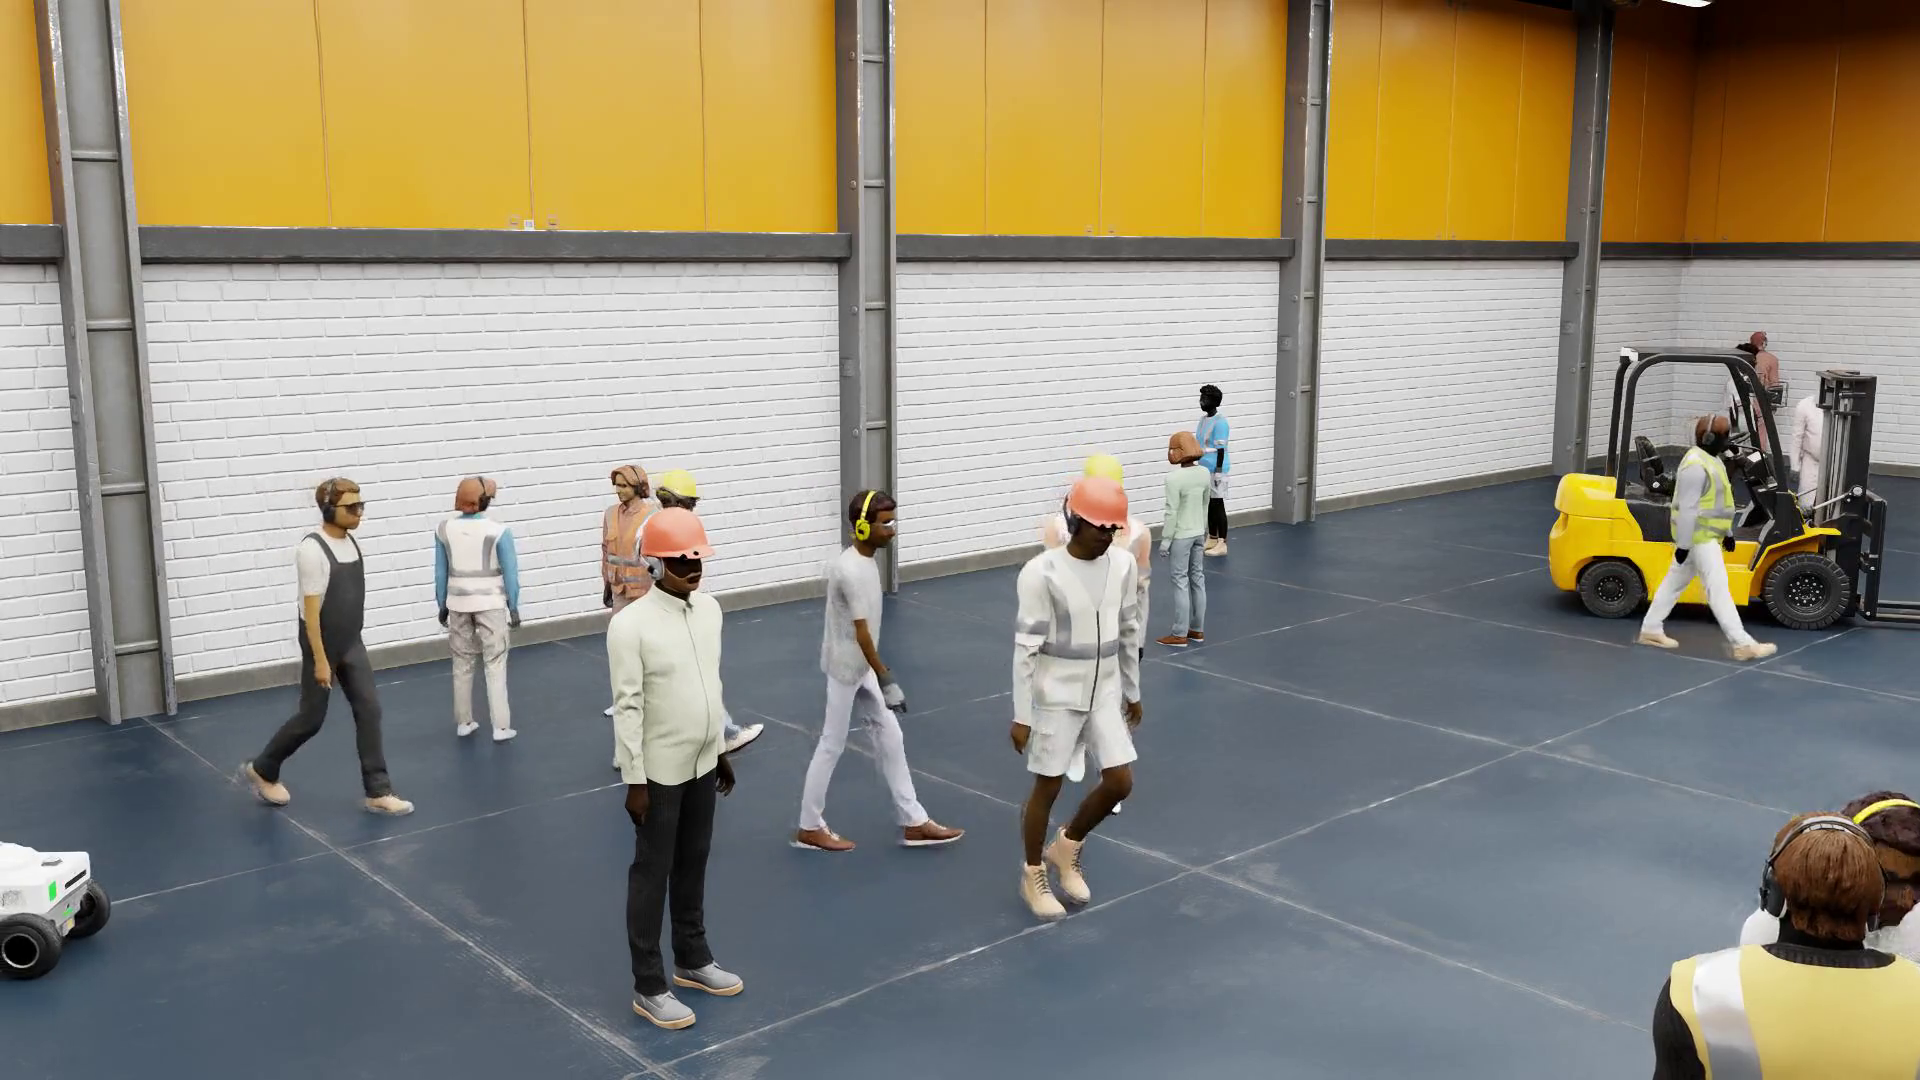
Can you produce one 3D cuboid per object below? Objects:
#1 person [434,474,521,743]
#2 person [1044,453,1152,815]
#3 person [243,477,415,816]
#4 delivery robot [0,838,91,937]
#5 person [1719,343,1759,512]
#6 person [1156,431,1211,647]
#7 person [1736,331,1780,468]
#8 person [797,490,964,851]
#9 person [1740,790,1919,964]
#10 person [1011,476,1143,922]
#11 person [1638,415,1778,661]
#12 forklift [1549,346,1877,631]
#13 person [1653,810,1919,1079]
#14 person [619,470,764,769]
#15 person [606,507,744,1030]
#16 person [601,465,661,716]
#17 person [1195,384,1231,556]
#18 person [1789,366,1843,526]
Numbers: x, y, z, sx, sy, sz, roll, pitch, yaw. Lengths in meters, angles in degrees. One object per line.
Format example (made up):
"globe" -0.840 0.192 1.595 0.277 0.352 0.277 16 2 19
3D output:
"person" -2.936 0.413 10.120 0.524 1.639 0.315 2 10 10
"person" 0.733 0.465 9.028 0.603 1.902 0.793 1 10 6
"person" -3.366 0.560 8.743 0.887 1.816 0.509 3 10 16
"delivery robot" -4.042 1.447 6.938 0.707 0.478 0.477 0 10 -1
"person" 8.966 -1.301 19.216 0.384 1.956 0.612 5 11 28
"person" 1.699 -0.010 12.591 0.289 1.633 0.498 9 13 44
"person" 10.999 -1.927 23.017 0.639 1.909 0.409 9 13 43
"person" -0.412 0.664 8.097 0.940 1.819 0.530 2 10 12
"person" 2.035 1.401 3.985 0.536 1.766 1.146 1 10 3
"person" 0.524 0.701 7.346 0.751 2.001 0.536 -6 11 -31
"person" 5.530 -0.030 12.263 0.985 1.783 0.626 5 11 28
"forklift" 6.109 -0.478 13.691 2.313 2.155 1.214 3 10 16
"person" 1.717 1.451 3.430 0.627 1.844 0.429 2 10 12
"person" -1.621 0.453 9.650 0.906 1.716 0.534 -9 13 -44
"person" -1.095 0.859 6.447 0.377 1.995 0.608 5 11 28
"person" -2.057 0.333 10.563 0.523 1.638 0.310 5 11 29
"person" 2.486 -0.690 16.409 0.321 1.691 0.537 -3 10 -14
"person" 8.239 -0.696 15.810 0.651 1.906 0.402 4 11 23
